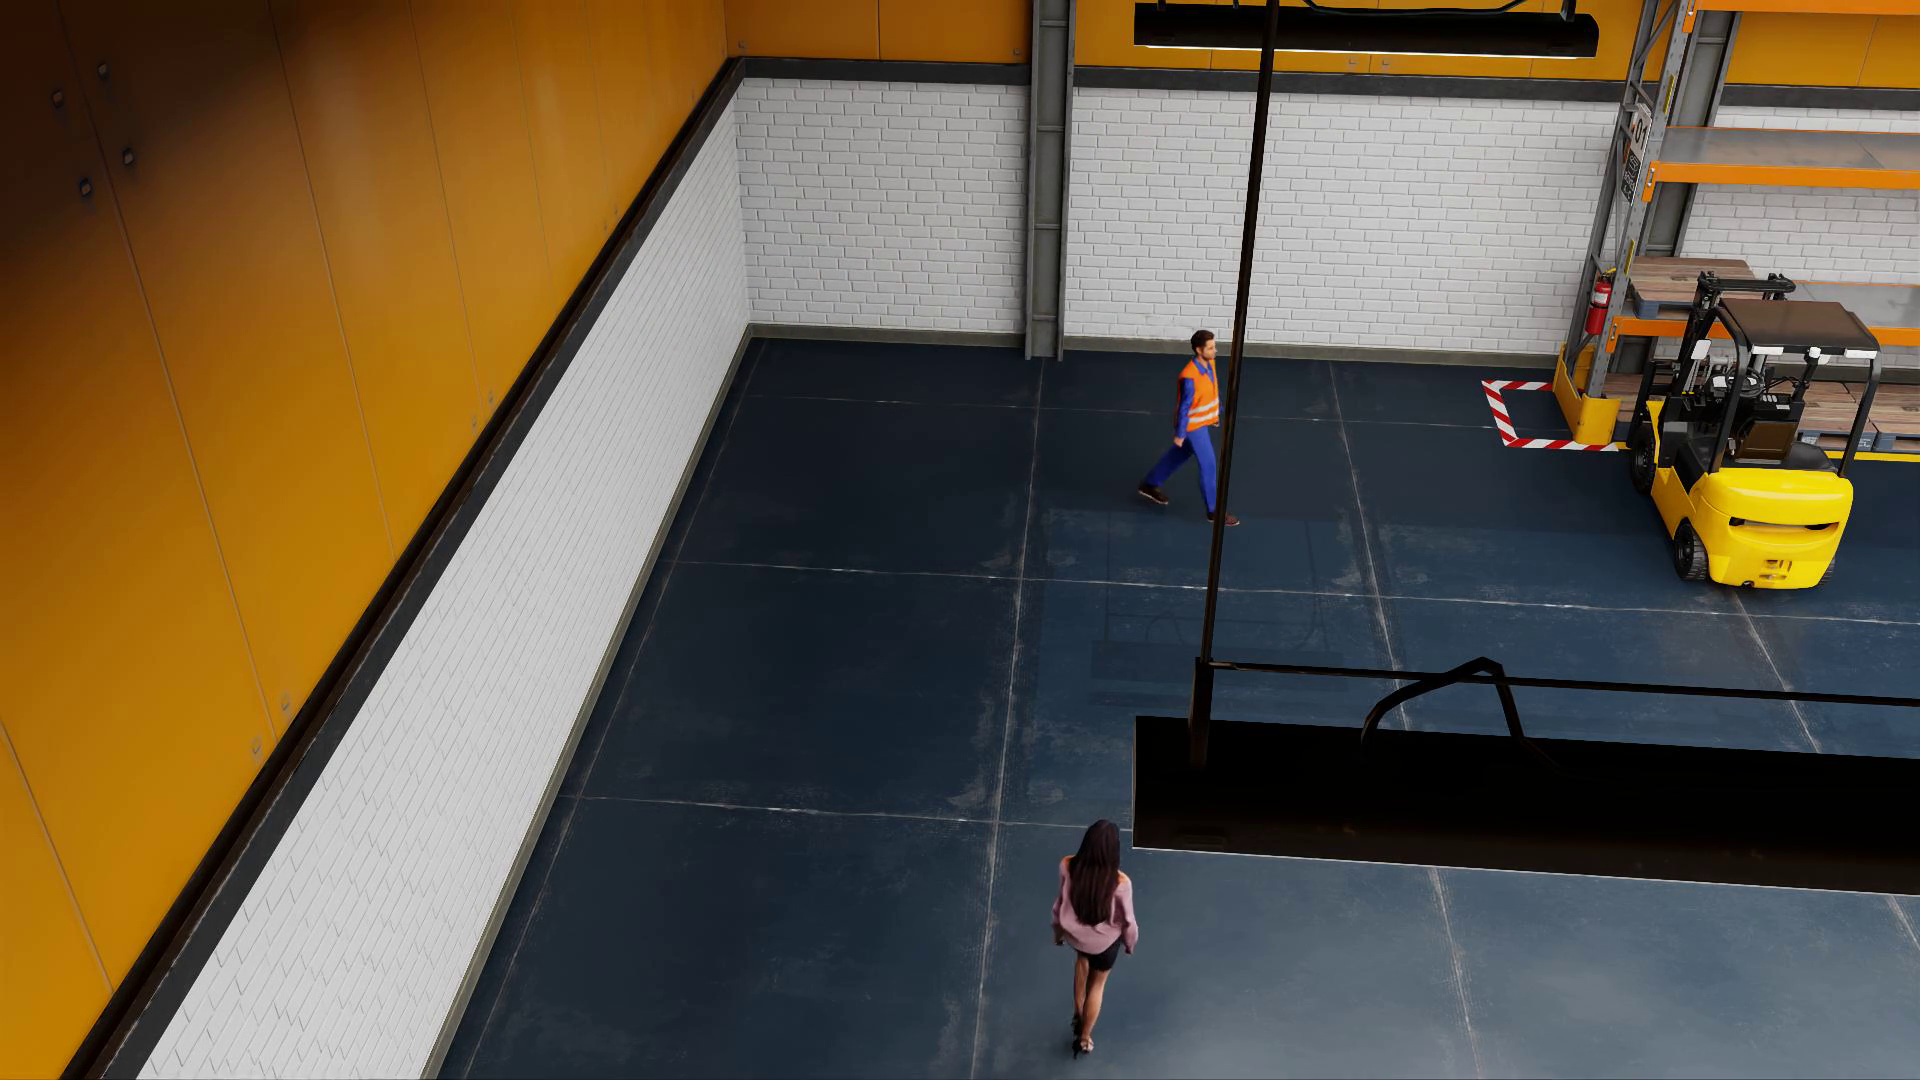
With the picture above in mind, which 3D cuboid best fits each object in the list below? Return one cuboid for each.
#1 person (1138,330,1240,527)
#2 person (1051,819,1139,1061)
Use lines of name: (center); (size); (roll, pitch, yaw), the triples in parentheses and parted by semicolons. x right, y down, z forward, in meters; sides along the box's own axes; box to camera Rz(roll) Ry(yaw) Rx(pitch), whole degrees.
person: (1.967, -1.007, 14.540); (1.307, 1.823, 0.995); (16, 37, 22)
person: (0.720, 2.354, 9.503); (0.679, 1.800, 0.797); (16, 37, 22)
